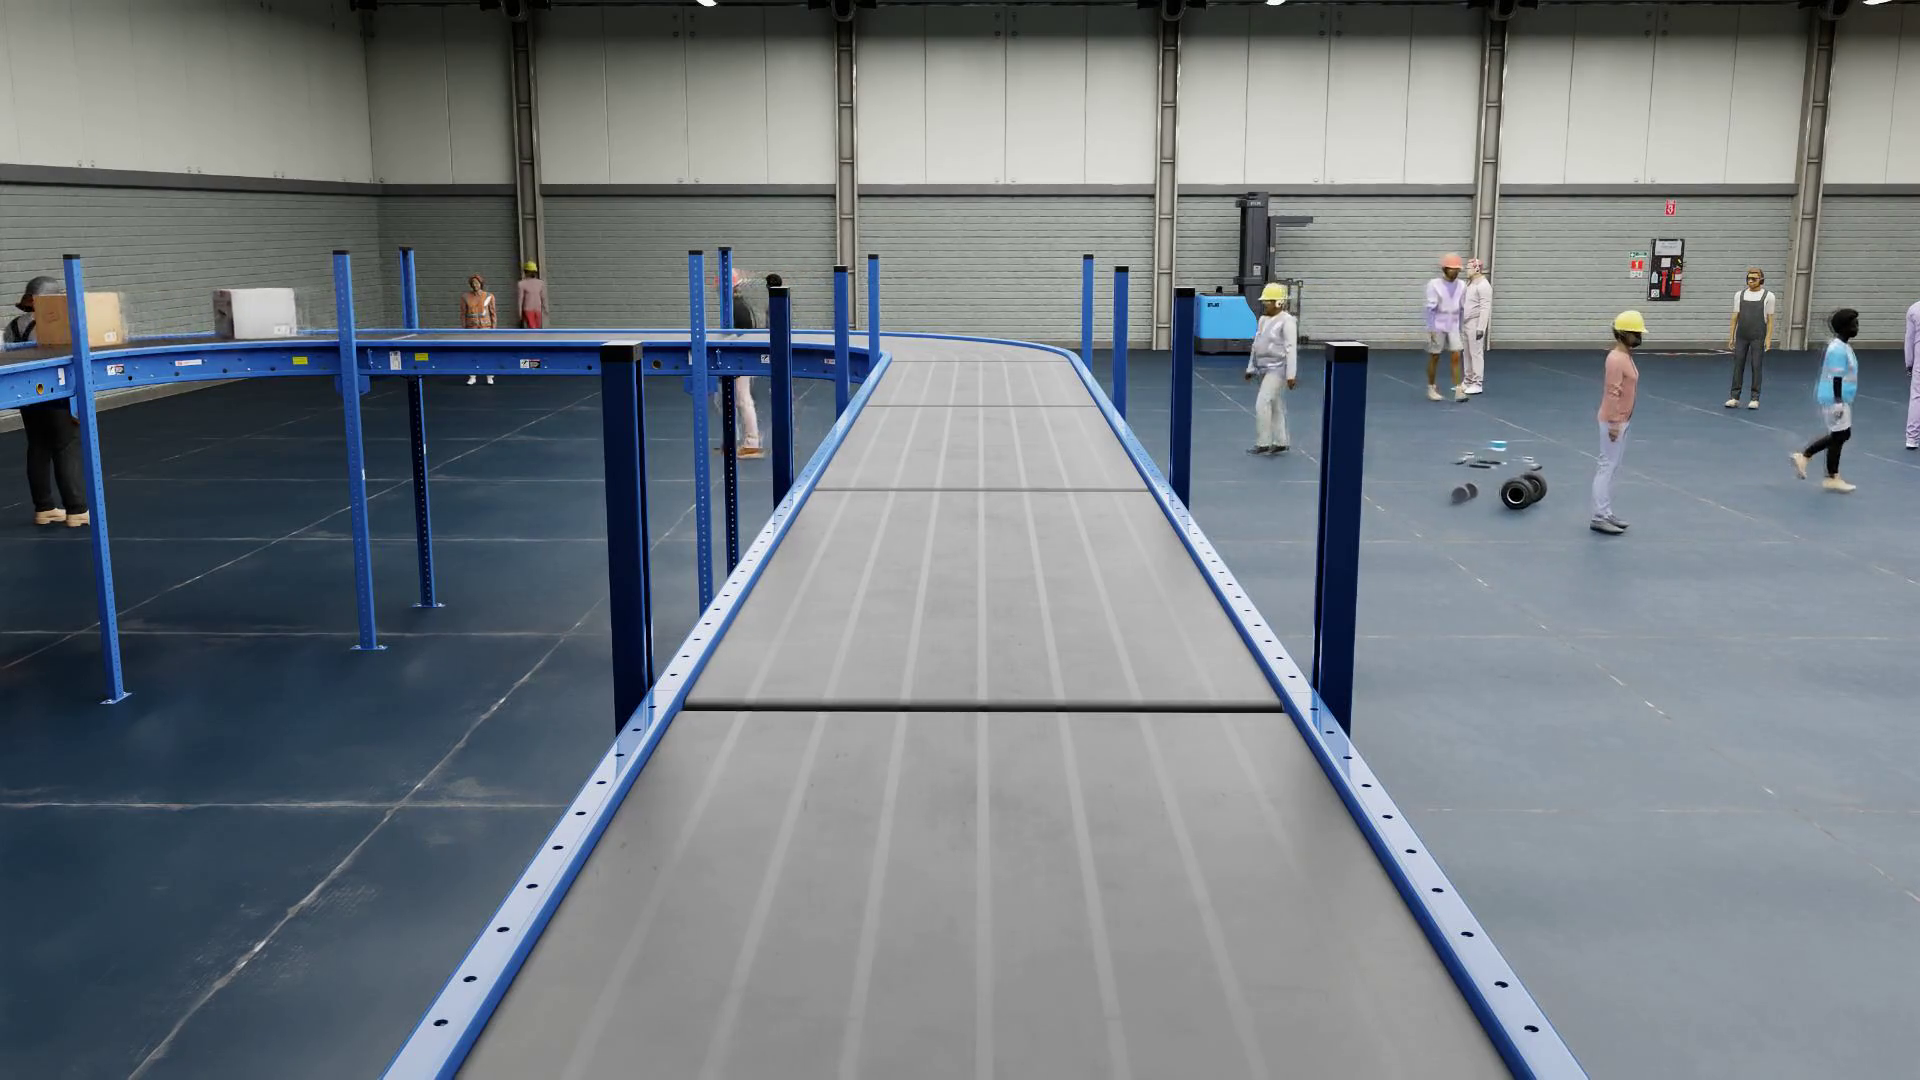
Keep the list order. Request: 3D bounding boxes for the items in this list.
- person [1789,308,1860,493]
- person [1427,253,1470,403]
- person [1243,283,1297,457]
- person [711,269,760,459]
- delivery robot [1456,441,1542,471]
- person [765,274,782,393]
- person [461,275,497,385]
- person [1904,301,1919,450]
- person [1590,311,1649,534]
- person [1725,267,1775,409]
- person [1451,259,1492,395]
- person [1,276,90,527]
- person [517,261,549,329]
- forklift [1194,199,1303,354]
[{"bbox_3d":[8.006,-1.287,15.277,0.520,1.682,0.537,7,13,34],"label":"person"},{"bbox_3d":[6.603,-2.849,22.469,0.621,1.997,0.970,-2,11,-9],"label":"person"},{"bbox_3d":[3.188,-1.777,17.459,0.696,1.808,0.599,-3,11,-14],"label":"person"},{"bbox_3d":[-2.391,-1.829,17.315,0.645,1.972,0.636,-2,11,-9],"label":"person"},{"bbox_3d":[4.745,-0.754,14.627,0.698,0.223,0.335,7,13,33],"label":"delivery robot"},{"bbox_3d":[-2.608,-2.941,23.717,0.320,1.697,0.537,1,11,4],"label":"person"},{"bbox_3d":[-7.205,-3.150,24.944,0.514,1.641,0.315,-1,11,-6],"label":"person"},{"bbox_3d":[10.518,-1.915,17.905,0.641,1.913,0.408,11,15,44],"label":"person"},{"bbox_3d":[5.280,-0.947,13.305,0.331,1.765,0.533,6,13,29],"label":"person"},{"bbox_3d":[10.391,-2.654,21.865,0.520,1.844,0.330,9,14,40],"label":"person"},{"bbox_3d":[7.286,-3.042,23.702,0.406,1.906,0.654,-1,11,-6],"label":"person"},{"bbox_3d":[-7.411,-1.126,13.625,0.673,2.000,0.536,5,12,23],"label":"person"},{"bbox_3d":[-7.603,-4.071,29.418,0.779,1.739,0.526,10,15,43],"label":"person"},{"bbox_3d":[5.313,-4.851,30.603,1.873,2.768,1.129,0,11,1],"label":"forklift"}]
